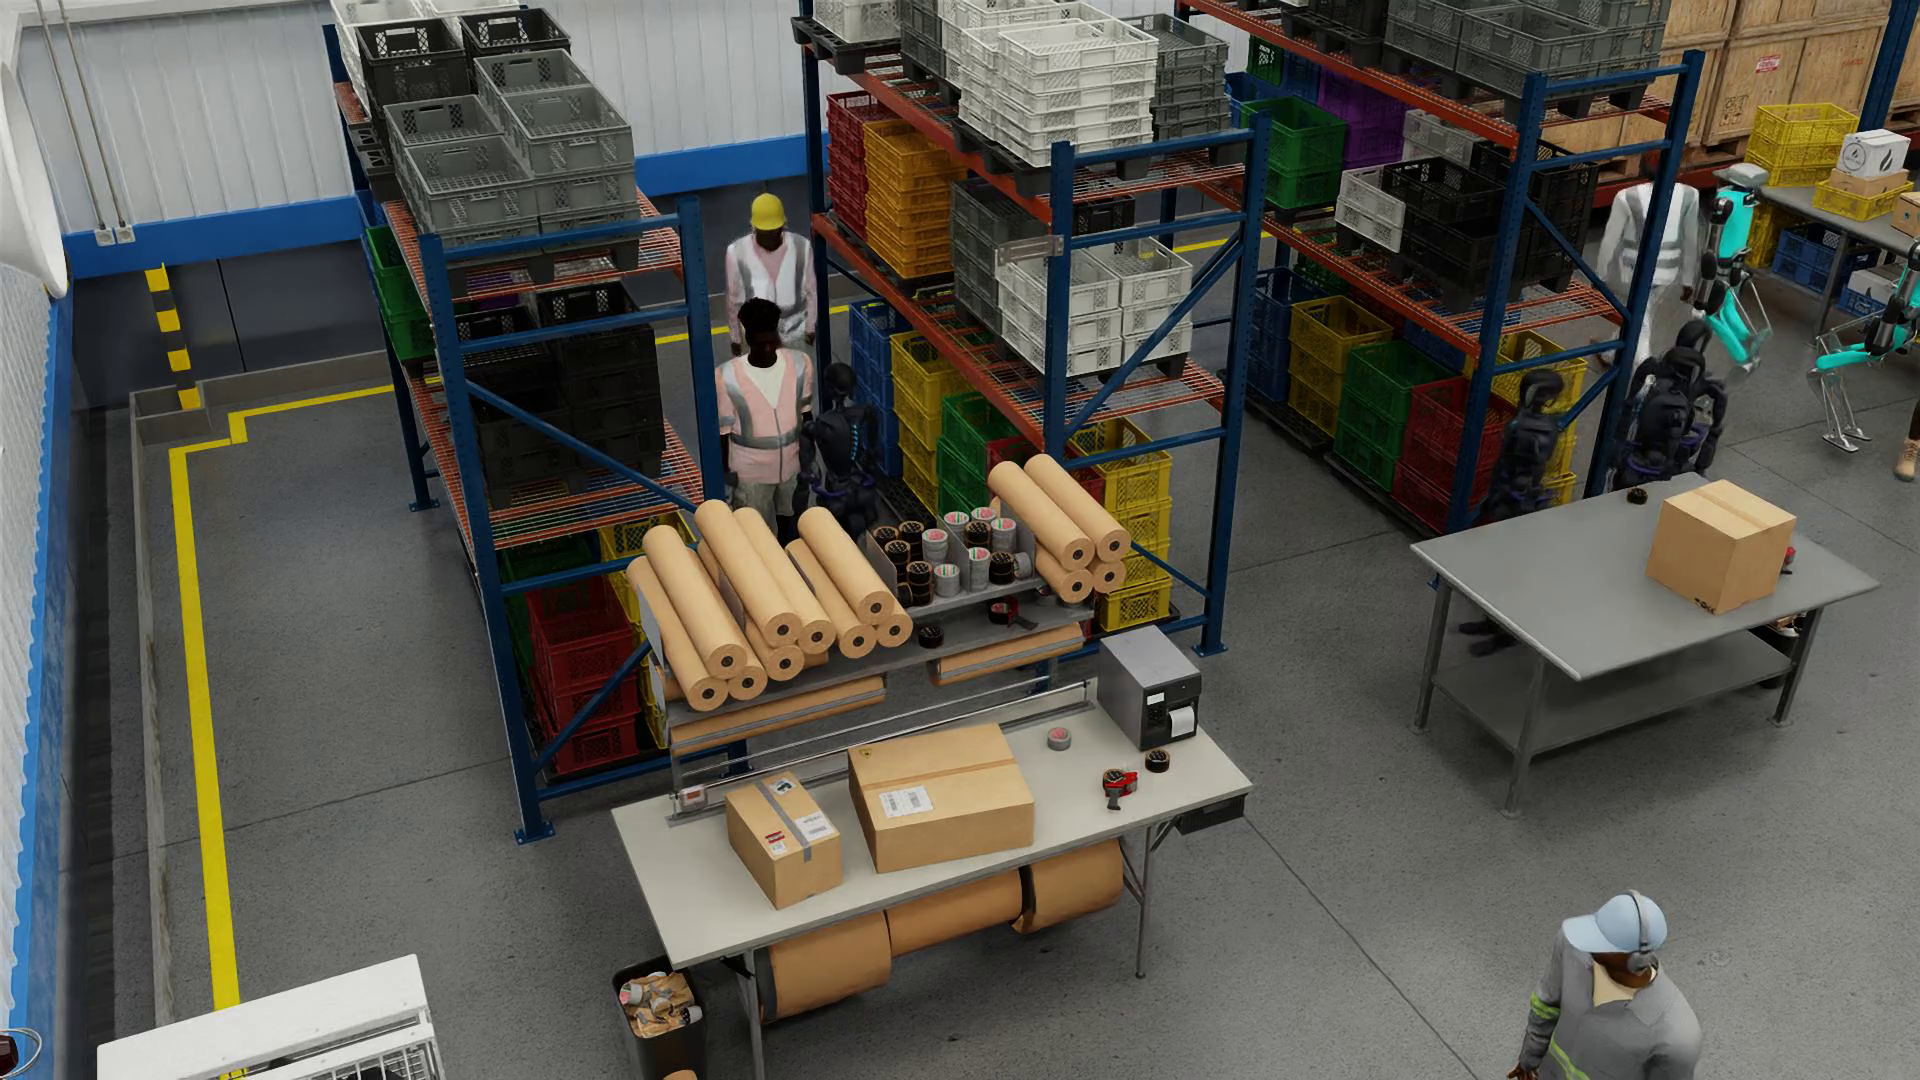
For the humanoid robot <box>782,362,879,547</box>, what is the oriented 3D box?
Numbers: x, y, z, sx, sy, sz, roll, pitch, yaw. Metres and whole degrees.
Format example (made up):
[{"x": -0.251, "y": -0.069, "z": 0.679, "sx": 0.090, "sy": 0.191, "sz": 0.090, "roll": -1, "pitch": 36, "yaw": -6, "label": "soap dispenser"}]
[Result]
[{"x": -0.695, "y": -0.193, "z": 8.967, "sx": 0.614, "sy": 1.637, "sz": 0.614, "roll": -25, "pitch": 40, "yaw": -35, "label": "humanoid robot"}]

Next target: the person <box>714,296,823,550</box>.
[{"x": -1.036, "y": -0.407, "z": 9.013, "sx": 0.612, "sy": 1.963, "sz": 0.362, "roll": -17, "pitch": 35, "yaw": -25, "label": "person"}]

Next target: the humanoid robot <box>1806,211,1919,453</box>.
[{"x": 5.880, "y": -1.415, "z": 10.740, "sx": 0.533, "sy": 1.677, "sz": 0.735, "roll": -23, "pitch": 38, "yaw": -32, "label": "humanoid robot"}]

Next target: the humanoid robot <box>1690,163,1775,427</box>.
[{"x": 5.247, "y": -1.590, "z": 11.128, "sx": 0.547, "sy": 1.783, "sz": 0.681, "roll": -27, "pitch": 41, "yaw": -36, "label": "humanoid robot"}]

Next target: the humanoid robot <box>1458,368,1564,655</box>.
[{"x": 2.945, "y": -0.169, "z": 8.891, "sx": 0.341, "sy": 1.649, "sz": 0.585, "roll": 0, "pitch": 32, "yaw": 0, "label": "humanoid robot"}]

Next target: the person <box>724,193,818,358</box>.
[{"x": -1.198, "y": -1.365, "z": 10.716, "sx": 0.596, "sy": 1.819, "sz": 0.425, "roll": -6, "pitch": 32, "yaw": -10, "label": "person"}]

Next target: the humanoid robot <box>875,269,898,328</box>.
[{"x": -0.411, "y": -2.192, "z": 12.202, "sx": 0.541, "sy": 1.836, "sz": 0.788, "roll": -27, "pitch": 41, "yaw": -36, "label": "humanoid robot"}]

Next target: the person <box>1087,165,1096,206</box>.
[{"x": 0.773, "y": -2.459, "z": 12.539, "sx": 1.000, "sy": 1.777, "sz": 0.689, "roll": -23, "pitch": 39, "yaw": -33, "label": "person"}]

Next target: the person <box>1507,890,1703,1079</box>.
[{"x": 2.036, "y": 1.854, "z": 5.450, "sx": 0.388, "sy": 1.849, "sz": 0.597, "roll": -14, "pitch": 34, "yaw": -21, "label": "person"}]

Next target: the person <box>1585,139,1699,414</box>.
[{"x": 4.715, "y": -1.848, "z": 11.502, "sx": 0.583, "sy": 1.802, "sz": 1.055, "roll": -3, "pitch": 32, "yaw": -4, "label": "person"}]

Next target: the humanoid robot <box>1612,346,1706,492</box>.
[{"x": 3.747, "y": -0.308, "z": 9.124, "sx": 0.323, "sy": 1.647, "sz": 0.612, "roll": 4, "pitch": 32, "yaw": 6, "label": "humanoid robot"}]

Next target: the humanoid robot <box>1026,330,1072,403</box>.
[{"x": 0.591, "y": -1.474, "z": 11.014, "sx": 0.613, "sy": 1.646, "sz": 0.334, "roll": -18, "pitch": 36, "yaw": -27, "label": "humanoid robot"}]

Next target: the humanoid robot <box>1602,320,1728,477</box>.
[{"x": 3.954, "y": -0.467, "z": 9.378, "sx": 0.595, "sy": 1.650, "sz": 0.332, "roll": 26, "pitch": 40, "yaw": 36, "label": "humanoid robot"}]

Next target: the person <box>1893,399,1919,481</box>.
[{"x": 6.362, "y": -1.273, "z": 10.349, "sx": 0.612, "sy": 2.041, "sz": 0.391, "roll": 9, "pitch": 33, "yaw": 14, "label": "person"}]
